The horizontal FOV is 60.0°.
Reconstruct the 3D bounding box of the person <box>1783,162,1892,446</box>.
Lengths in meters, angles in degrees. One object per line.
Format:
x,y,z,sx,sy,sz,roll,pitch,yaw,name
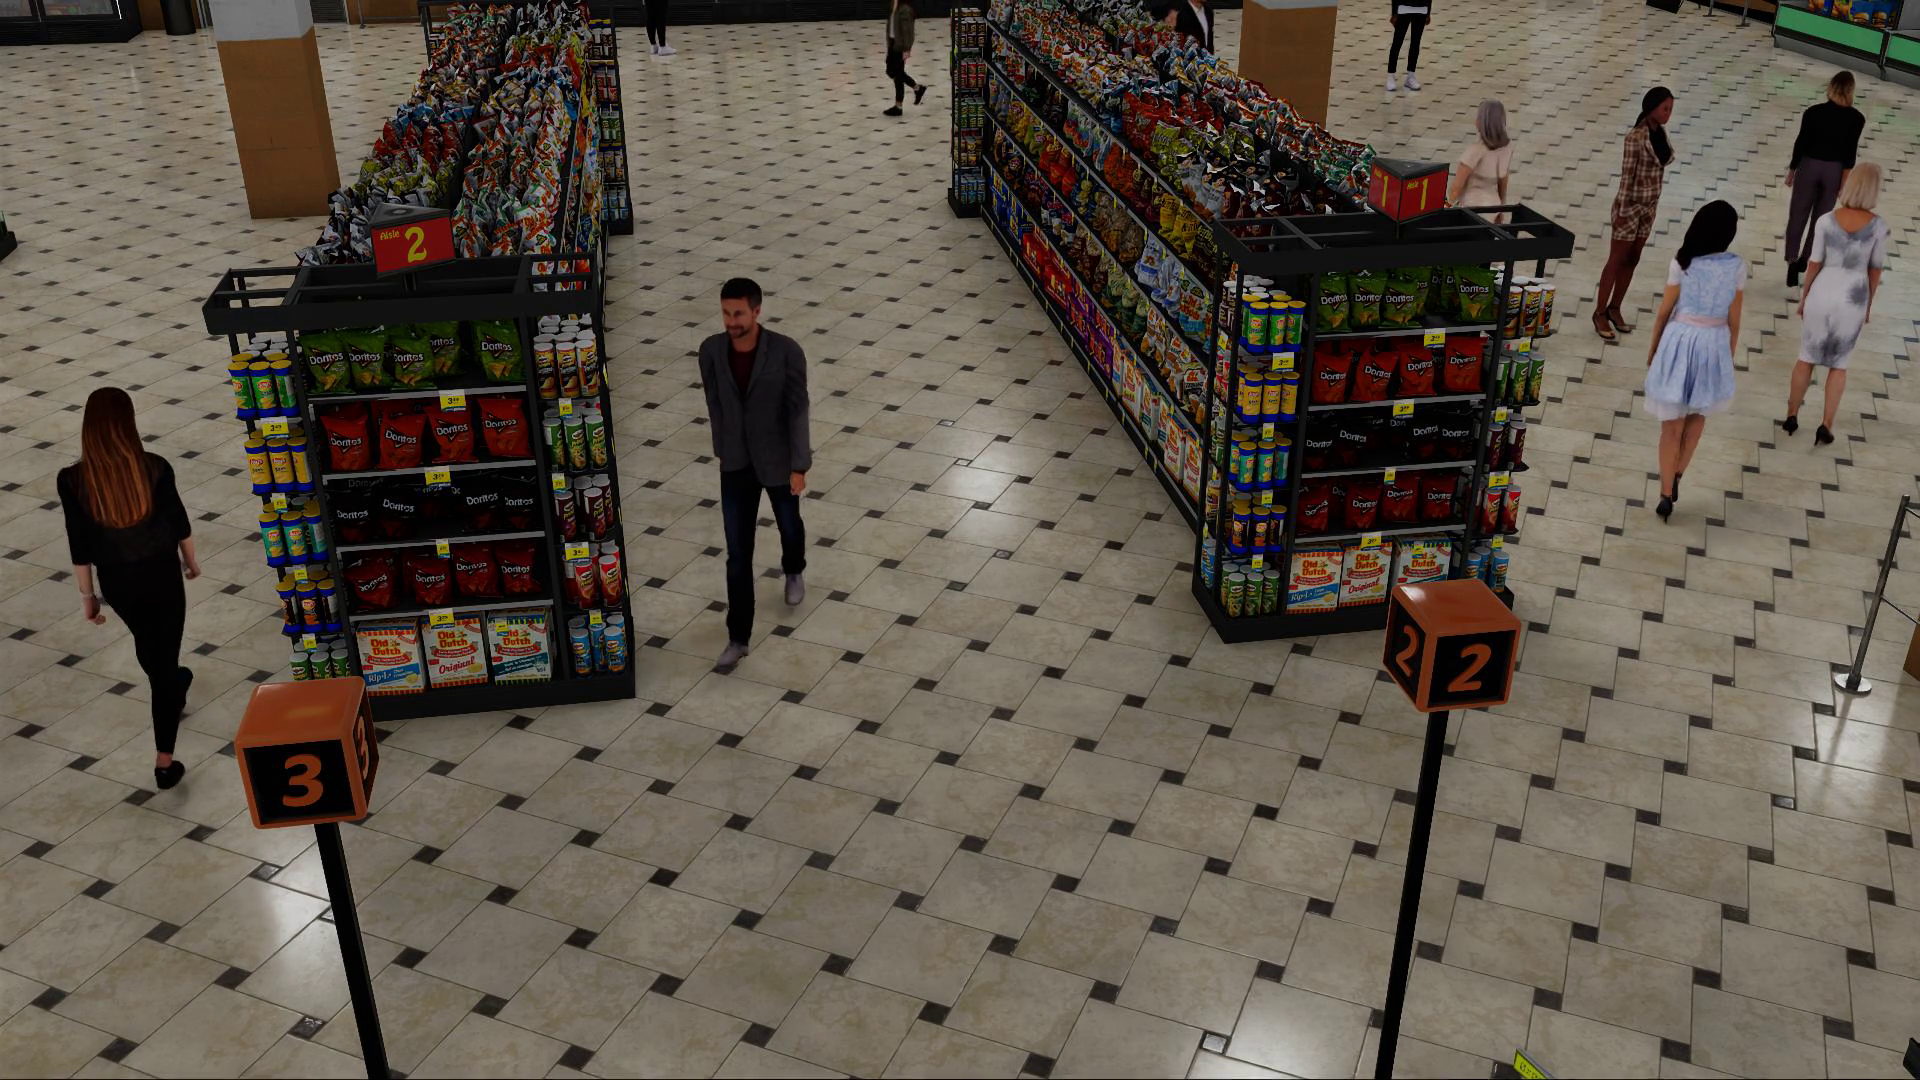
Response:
5.345,-1.431,10.129,0.656,1.753,0.715,17,32,30,person

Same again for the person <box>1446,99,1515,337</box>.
3.709,-2.161,11.637,1.021,1.690,1.211,-23,35,-37,person

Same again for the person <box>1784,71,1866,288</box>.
6.608,-2.737,12.834,0.978,1.635,1.113,13,30,23,person

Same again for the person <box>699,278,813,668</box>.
-0.932,-0.384,7.999,0.977,1.811,1.341,3,27,6,person

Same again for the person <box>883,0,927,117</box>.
-0.610,-5.435,18.341,0.759,1.466,0.792,-12,29,-22,person

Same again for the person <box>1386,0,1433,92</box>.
5.293,-6.229,19.518,0.661,1.818,0.558,-4,27,-8,person

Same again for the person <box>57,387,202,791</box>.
-3.410,0.243,6.933,0.660,1.656,1.220,-8,28,-15,person

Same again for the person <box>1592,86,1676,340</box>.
4.804,-2.331,11.859,0.669,1.793,0.678,-18,32,-31,person

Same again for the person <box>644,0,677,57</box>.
-3.936,-7.120,21.473,0.709,1.638,0.772,18,32,32,person

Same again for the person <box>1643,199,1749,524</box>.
3.996,-0.919,9.068,0.856,1.799,0.945,10,28,18,person
